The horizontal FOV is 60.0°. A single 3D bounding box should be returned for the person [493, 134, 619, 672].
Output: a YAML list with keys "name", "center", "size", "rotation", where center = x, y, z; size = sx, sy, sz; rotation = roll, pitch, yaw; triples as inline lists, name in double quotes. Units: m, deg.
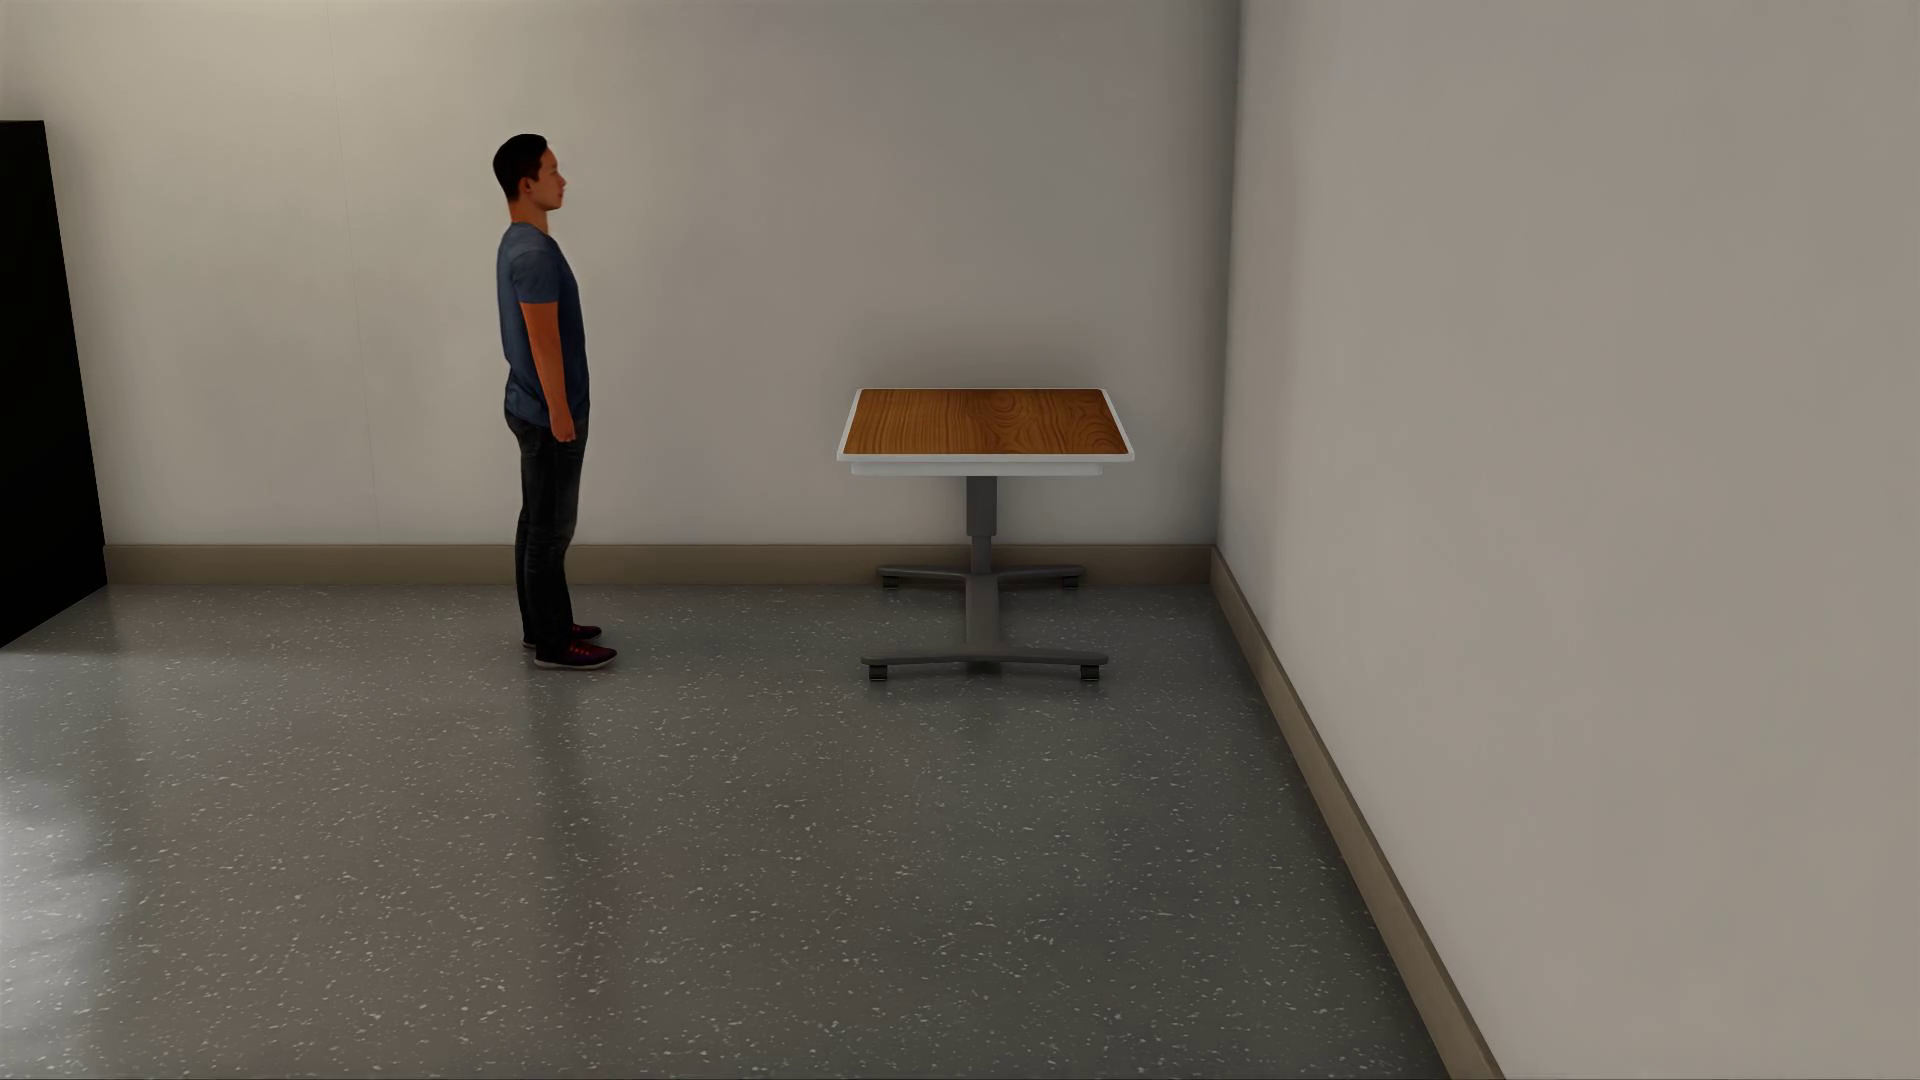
- name: "person"
  center: [-1.430, -0.464, 5.705]
  size: [0.662, 1.810, 0.712]
  rotation: [-5, 17, -18]
